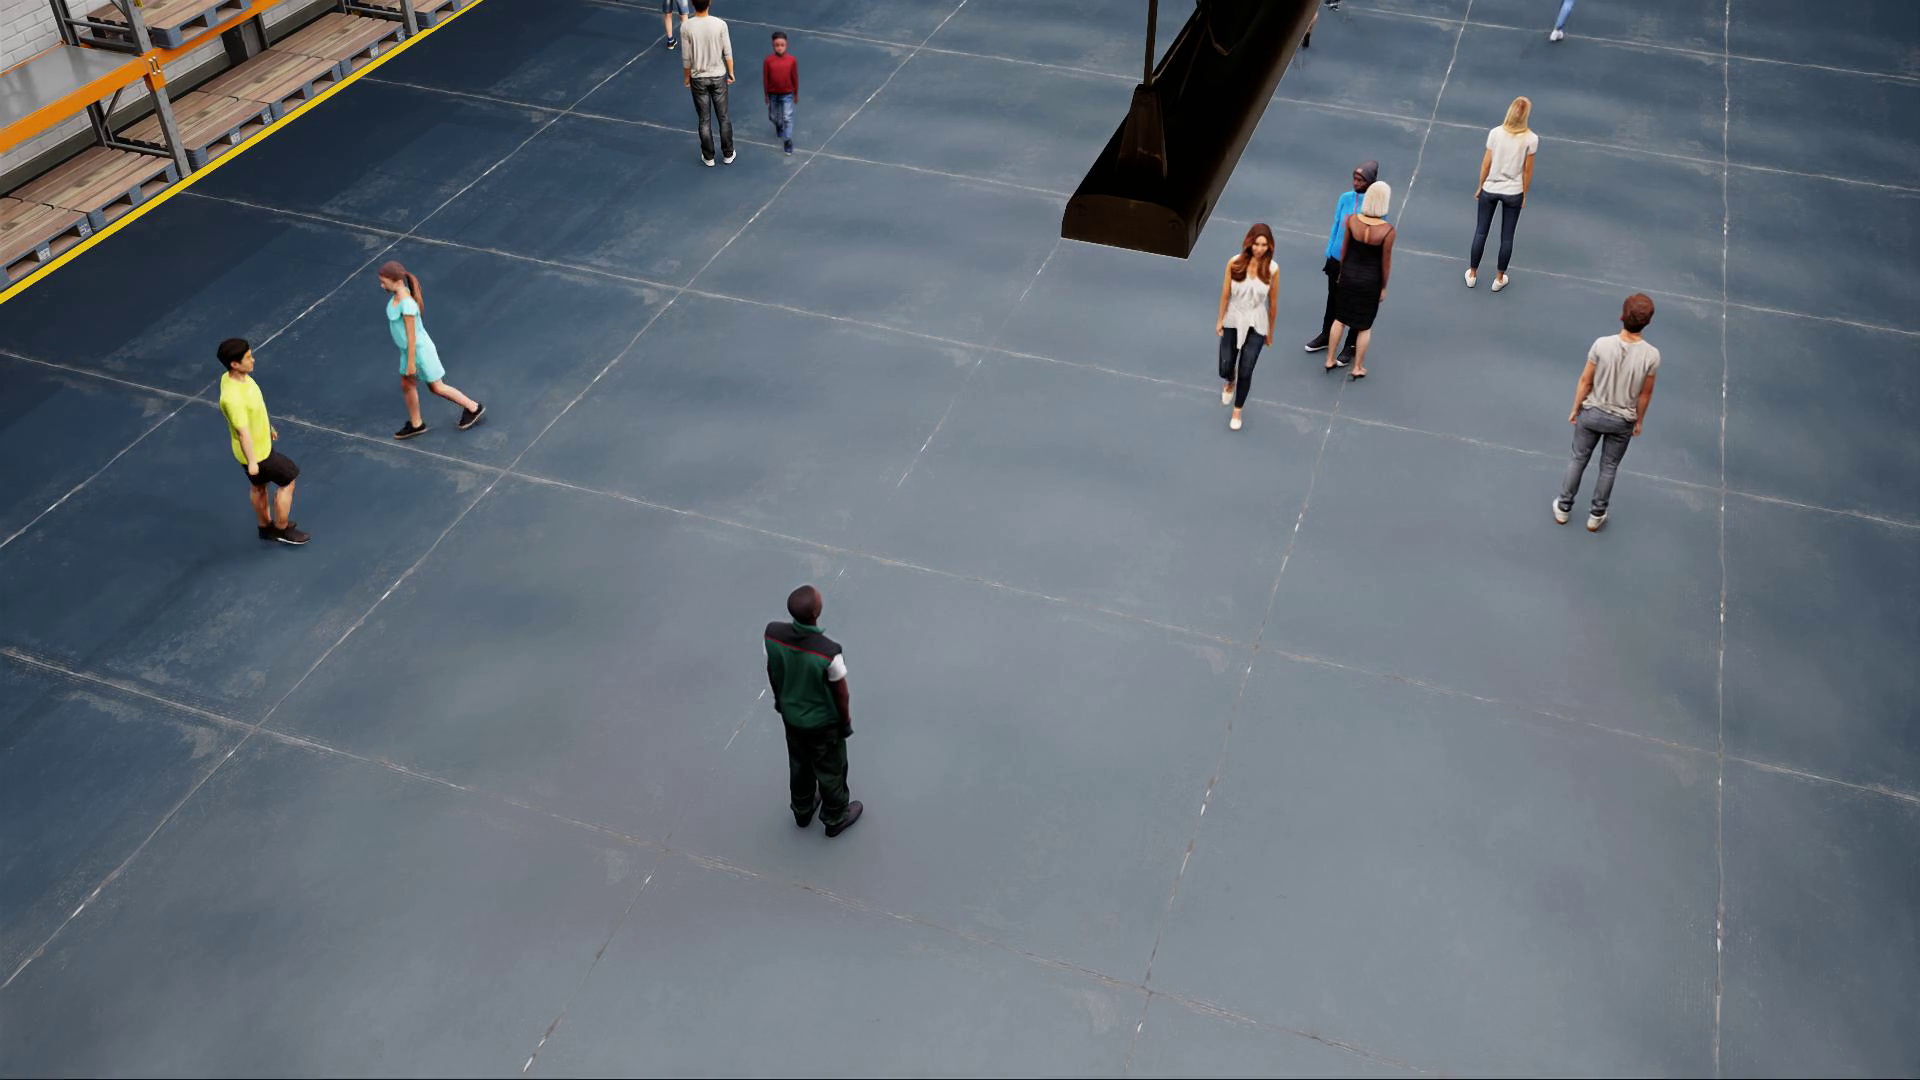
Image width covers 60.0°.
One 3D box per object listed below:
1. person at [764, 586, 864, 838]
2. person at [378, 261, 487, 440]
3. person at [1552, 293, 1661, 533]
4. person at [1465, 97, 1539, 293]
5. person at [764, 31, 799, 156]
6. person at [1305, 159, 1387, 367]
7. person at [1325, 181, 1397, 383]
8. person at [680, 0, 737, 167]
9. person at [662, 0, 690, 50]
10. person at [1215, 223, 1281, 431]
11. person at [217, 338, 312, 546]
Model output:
[{"bbox_3d":[-0.853,0.994,9.618,0.708,1.839,0.641,18,42,21],"label":"person"},{"bbox_3d":[-4.160,-1.487,12.968,1.014,1.535,0.947,-18,42,-21],"label":"person"},{"bbox_3d":[4.653,-0.898,11.943,0.647,1.894,0.550,14,41,17],"label":"person"},{"bbox_3d":[4.794,-3.057,14.715,0.594,1.809,0.510,15,41,18],"label":"person"},{"bbox_3d":[-1.850,-4.642,17.153,0.650,1.244,0.814,-1,39,-1],"label":"person"},{"bbox_3d":[3.255,-2.315,13.798,0.694,1.794,0.691,-30,48,-32],"label":"person"},{"bbox_3d":[3.265,-2.101,13.573,0.638,1.740,0.624,24,45,27],"label":"person"},{"bbox_3d":[-2.527,-4.652,16.710,0.736,1.811,0.727,-7,39,-9],"label":"person"},{"bbox_3d":[-3.310,-6.392,19.179,0.551,1.449,0.510,7,39,9],"label":"person"},{"bbox_3d":[2.242,-1.716,13.066,0.650,1.772,0.728,8,39,10],"label":"person"},{"bbox_3d":[-5.100,-0.665,11.811,0.837,1.696,0.778,-17,42,-20],"label":"person"}]
